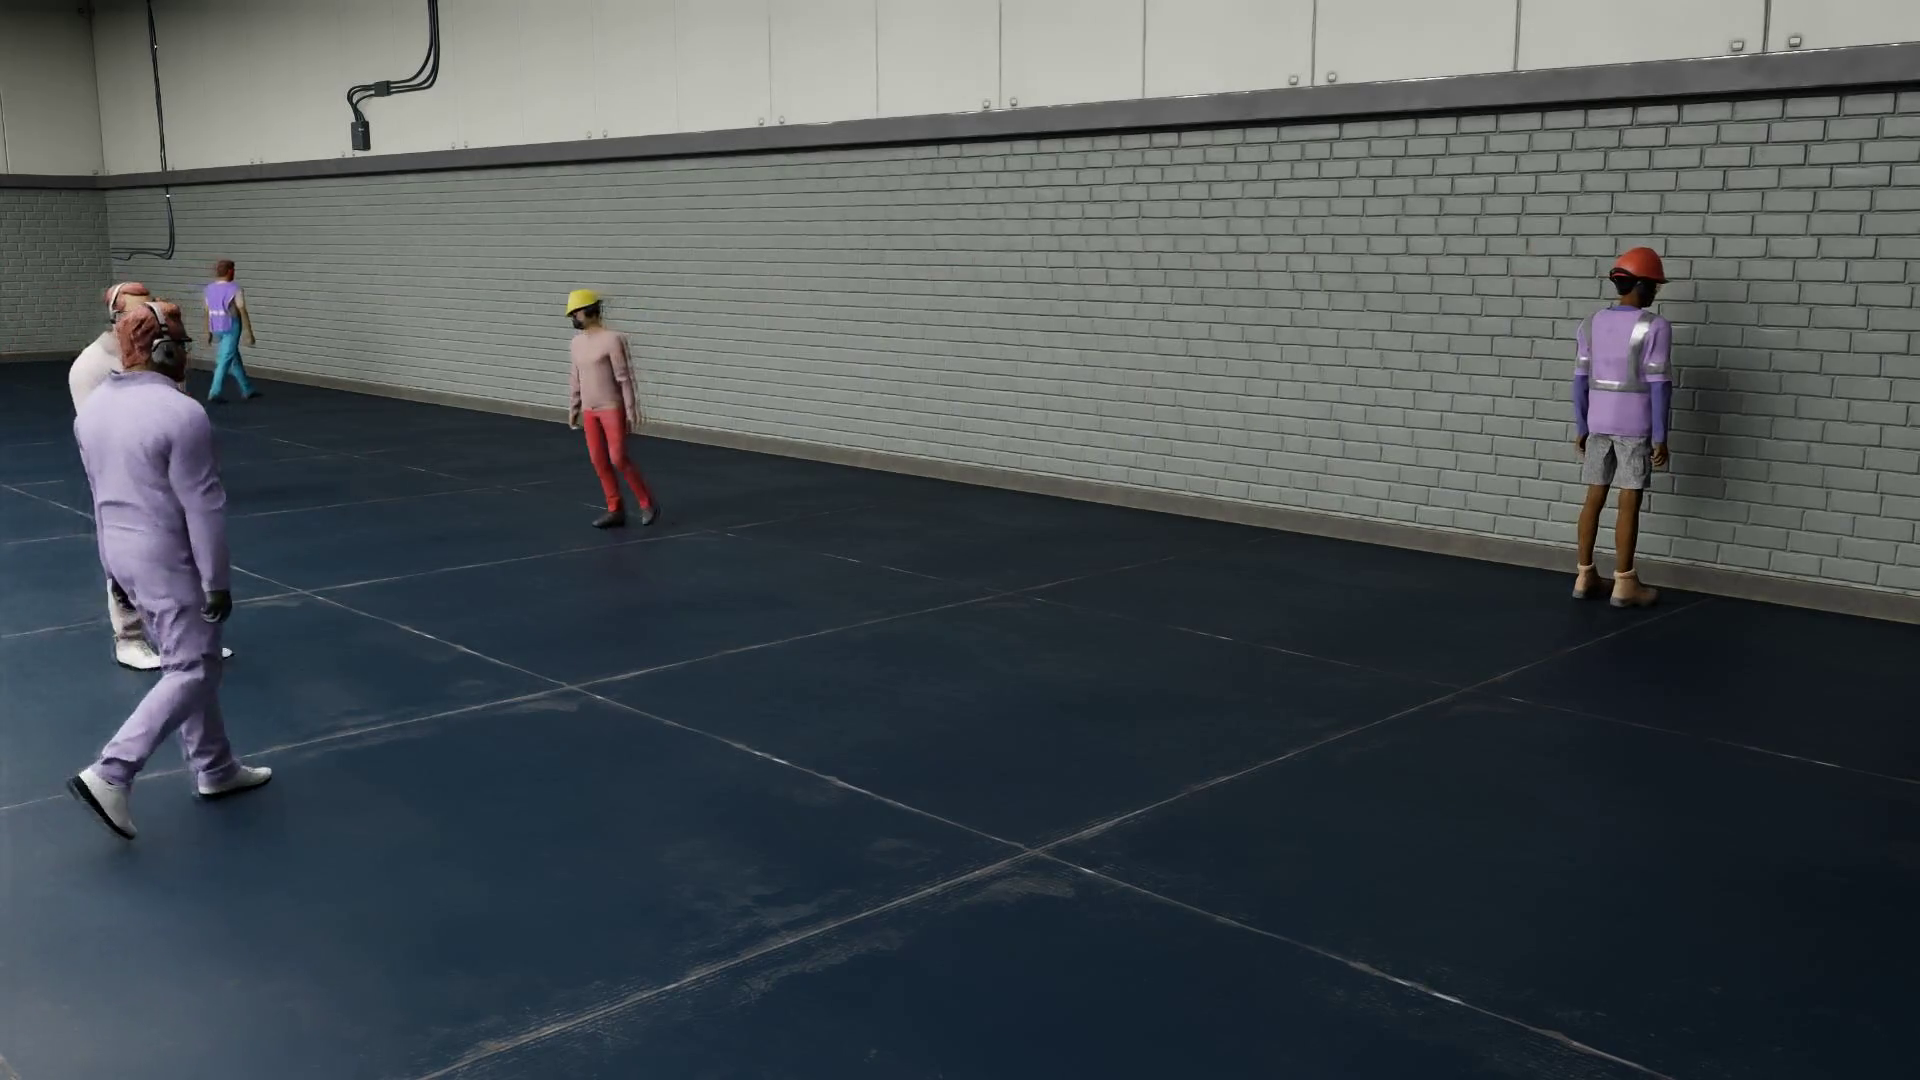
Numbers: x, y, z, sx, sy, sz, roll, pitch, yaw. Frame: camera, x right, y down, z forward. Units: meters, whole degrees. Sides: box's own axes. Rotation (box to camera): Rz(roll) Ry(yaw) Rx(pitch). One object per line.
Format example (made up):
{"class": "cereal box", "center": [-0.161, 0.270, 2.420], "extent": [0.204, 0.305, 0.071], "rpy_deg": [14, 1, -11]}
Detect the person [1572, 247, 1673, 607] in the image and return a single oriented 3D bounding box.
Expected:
{"class": "person", "center": [3.833, -0.653, 9.588], "extent": [0.394, 2.039, 0.614], "rpy_deg": [-6, 12, -29]}

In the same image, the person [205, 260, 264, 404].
{"class": "person", "center": [-9.284, -2.647, 21.137], "extent": [0.584, 1.797, 0.965], "rpy_deg": [5, 11, 24]}

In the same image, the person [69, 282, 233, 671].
{"class": "person", "center": [-3.884, -0.294, 8.050], "extent": [0.664, 1.883, 0.668], "rpy_deg": [4, 11, 19]}

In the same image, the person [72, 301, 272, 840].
{"class": "person", "center": [-2.867, 0.093, 5.961], "extent": [0.663, 1.883, 0.824], "rpy_deg": [7, 12, 32]}

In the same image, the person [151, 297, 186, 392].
{"class": "person", "center": [-6.315, -1.091, 13.084], "extent": [0.433, 1.623, 0.538], "rpy_deg": [-9, 14, -40]}

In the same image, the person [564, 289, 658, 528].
{"class": "person", "center": [-2.555, -0.946, 12.045], "extent": [0.609, 1.724, 0.462], "rpy_deg": [7, 13, 35]}
